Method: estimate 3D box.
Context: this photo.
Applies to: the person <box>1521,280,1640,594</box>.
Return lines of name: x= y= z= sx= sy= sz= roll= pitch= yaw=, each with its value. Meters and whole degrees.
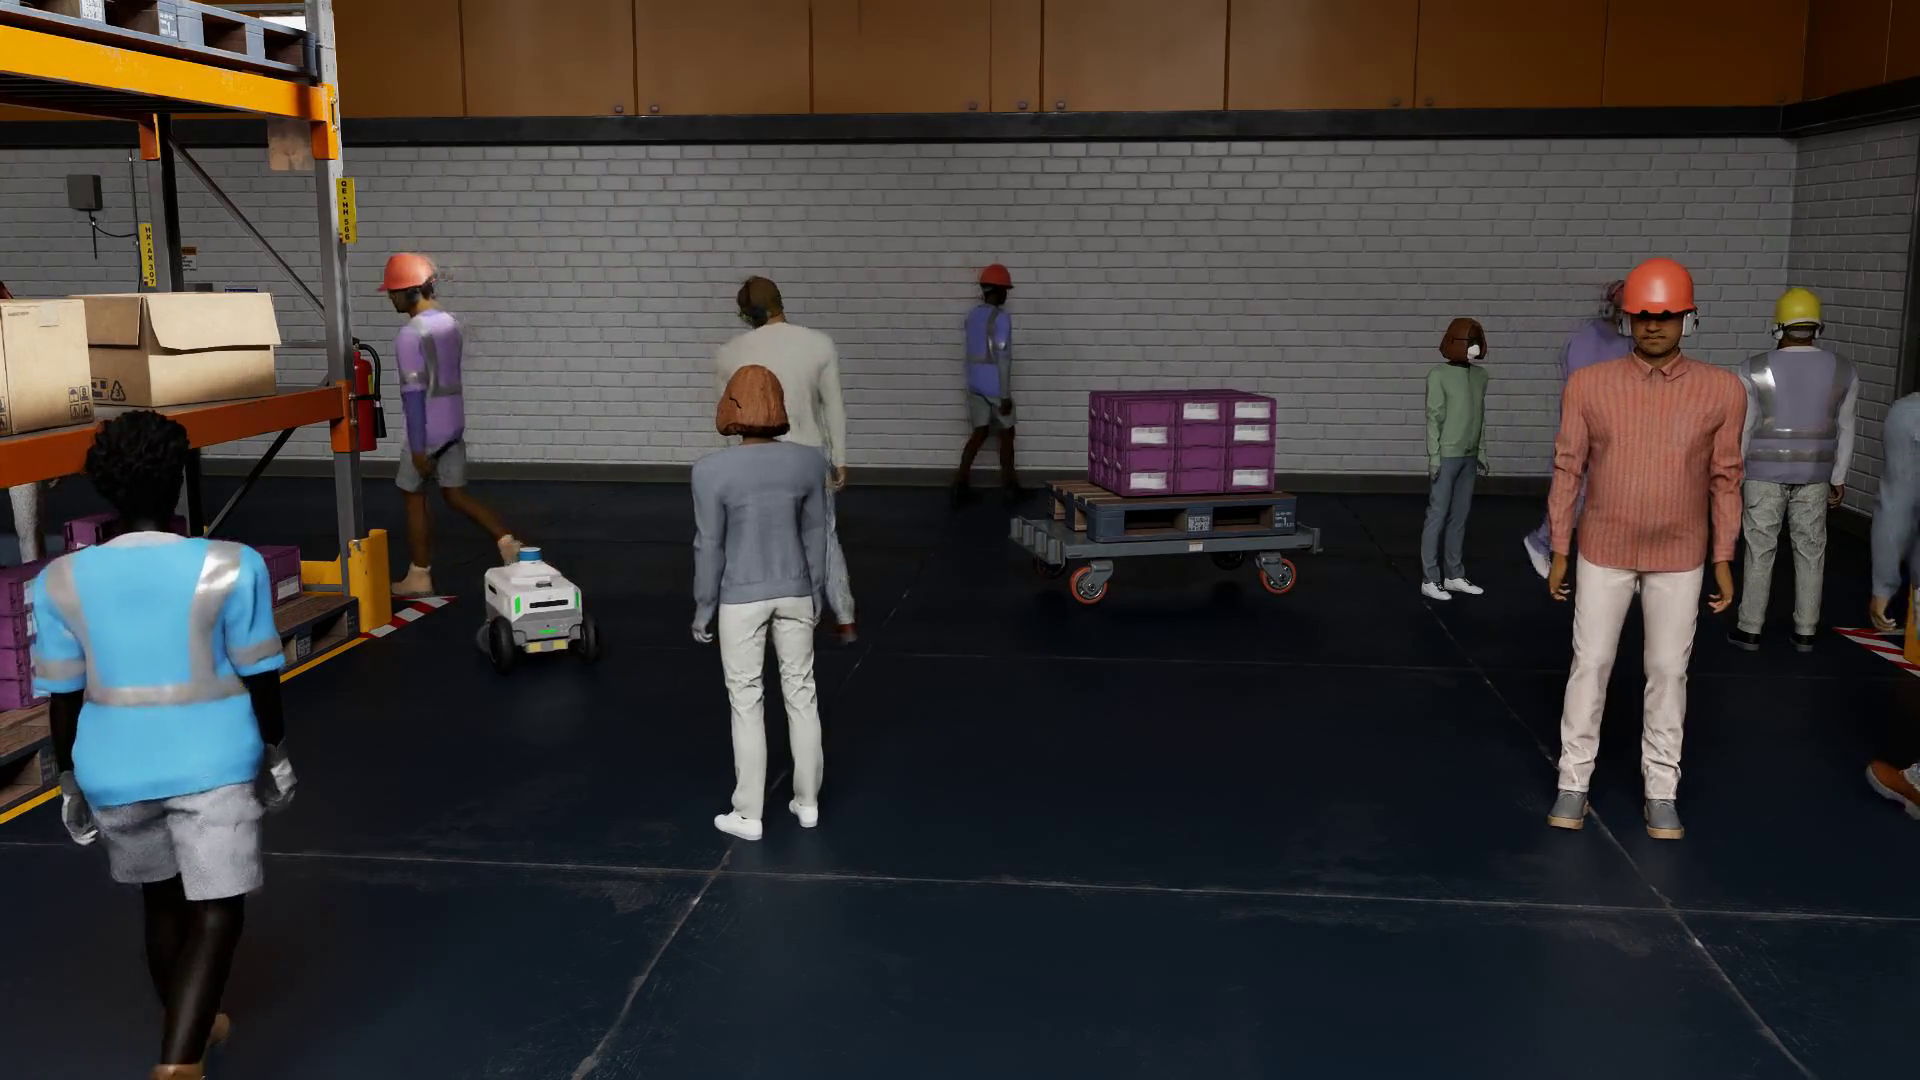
person: x=3.771 y=-0.609 z=9.838 sx=0.654 sy=1.858 sz=0.797 roll=-5 pitch=11 yaw=-25

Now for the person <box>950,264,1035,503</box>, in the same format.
person: x=0.238 y=-1.232 z=13.244 sx=0.654 sy=1.929 sz=0.557 roll=-7 pitch=12 yaw=-35

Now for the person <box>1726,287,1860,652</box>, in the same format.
person: x=4.161 y=-0.345 z=8.374 sx=0.590 sy=1.837 sz=0.404 roll=2 pitch=10 yaw=9

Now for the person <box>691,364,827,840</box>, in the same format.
person: x=-0.686 y=0.217 z=5.734 sx=0.498 sy=1.634 sz=0.284 roll=-6 pitch=11 yaw=-30

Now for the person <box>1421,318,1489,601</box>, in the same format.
person: x=2.896 y=-0.473 z=9.688 sx=0.500 sy=1.633 sz=0.280 roll=-7 pitch=12 yaw=-36

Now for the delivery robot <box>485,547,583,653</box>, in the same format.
delivery robot: x=-2.109 y=0.279 z=8.198 sx=0.477 sy=0.478 sz=0.707 roll=-5 pitch=11 yaw=-27

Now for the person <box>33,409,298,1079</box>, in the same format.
person: x=-1.814 y=0.541 z=3.773 sx=0.525 sy=1.670 sz=0.805 roll=-1 pitch=10 yaw=-4

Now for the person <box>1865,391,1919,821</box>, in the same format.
person: x=3.347 y=0.136 z=5.515 sx=0.706 sy=1.870 sz=0.944 roll=0 pitch=10 yaw=-1

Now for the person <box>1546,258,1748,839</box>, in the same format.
person: x=2.338 y=0.041 z=5.710 sx=0.623 sy=1.992 sz=0.396 roll=3 pitch=10 yaw=19

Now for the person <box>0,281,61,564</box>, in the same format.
person: x=-5.051 y=-0.436 z=8.758 sx=0.576 sy=1.884 sz=0.355 roll=-6 pitch=12 yaw=-32

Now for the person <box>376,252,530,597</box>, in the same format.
person: x=-2.938 y=-0.633 z=9.543 sx=0.882 sy=2.013 sz=0.638 roll=2 pitch=10 yaw=14

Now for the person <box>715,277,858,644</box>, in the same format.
person: x=-0.887 y=-0.384 z=8.475 sx=0.691 sy=1.887 sz=0.413 roll=0 pitch=10 yaw=3
